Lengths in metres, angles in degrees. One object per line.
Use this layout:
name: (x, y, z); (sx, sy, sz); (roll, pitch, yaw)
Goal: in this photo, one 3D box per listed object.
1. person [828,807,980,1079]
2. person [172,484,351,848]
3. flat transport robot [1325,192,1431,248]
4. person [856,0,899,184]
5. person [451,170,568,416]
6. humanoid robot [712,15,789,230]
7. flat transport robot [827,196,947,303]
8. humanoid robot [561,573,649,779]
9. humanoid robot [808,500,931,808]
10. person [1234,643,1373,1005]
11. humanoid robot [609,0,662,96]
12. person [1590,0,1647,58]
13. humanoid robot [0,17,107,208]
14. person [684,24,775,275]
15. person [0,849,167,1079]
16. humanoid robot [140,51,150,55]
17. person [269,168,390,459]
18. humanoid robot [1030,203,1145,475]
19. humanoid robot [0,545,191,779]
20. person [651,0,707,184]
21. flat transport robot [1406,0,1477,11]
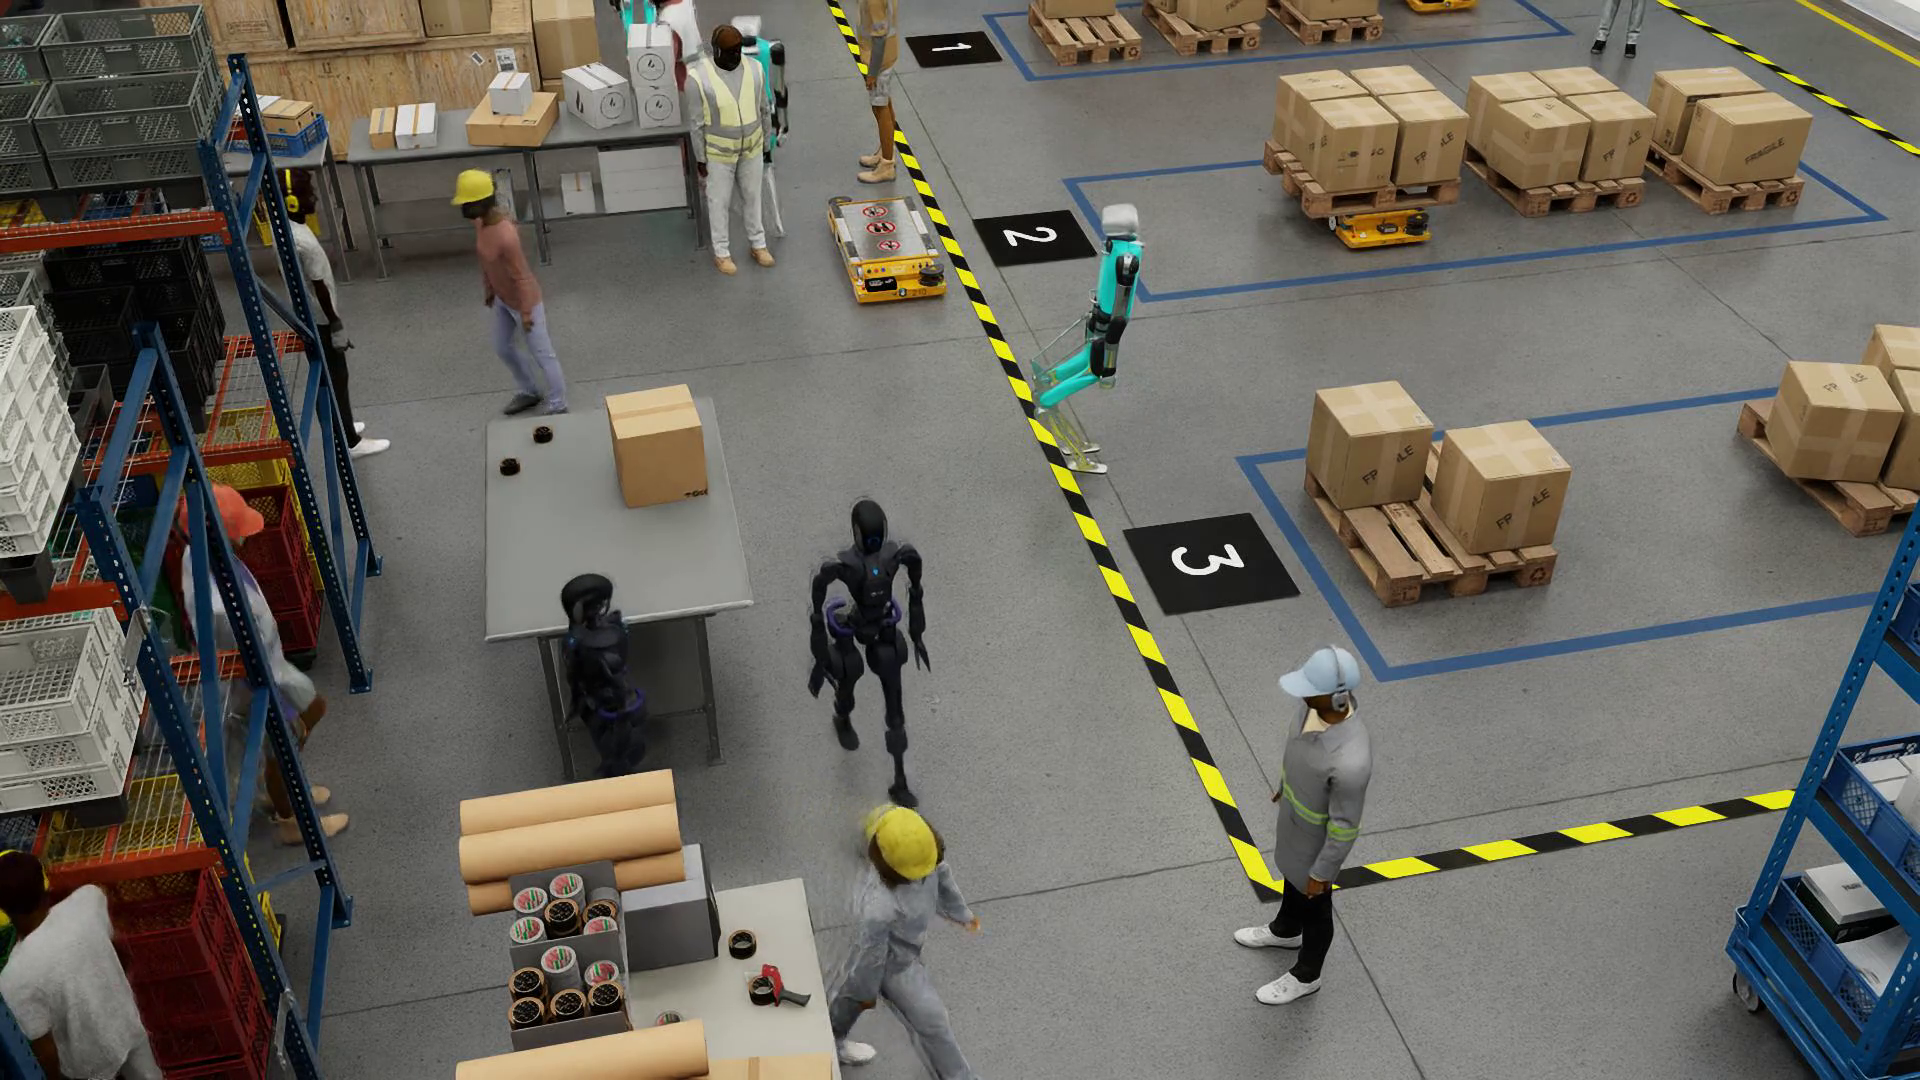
person: (-0.231, 1.555, 6.272); (0.880, 1.677, 0.504); (7, 37, 9)
person: (-3.050, 0.593, 7.291); (0.439, 2.026, 0.617); (-14, 39, -18)
flat transport robot: (3.134, -2.740, 13.213); (0.652, 0.197, 1.431); (-8, 37, -10)
person: (-0.672, -3.855, 13.247); (0.366, 2.048, 0.606); (1, 37, 2)
person: (-2.791, -1.481, 10.305); (0.466, 1.735, 0.527); (-23, 43, -28)
humanoid robot: (-1.583, -3.192, 12.622); (0.537, 1.763, 0.814); (-7, 37, -10)
flat transport robot: (-0.570, -2.220, 12.538); (0.659, 0.231, 1.431); (-8, 37, -10)
humanoid robot: (-1.598, 0.791, 7.327); (0.623, 1.629, 0.592); (-23, 42, -28)
humanoid robot: (-0.430, 0.489, 7.753); (0.593, 1.623, 0.811); (-14, 39, -18)
person: (1.388, 1.141, 6.695); (0.384, 1.852, 0.586); (-4, 37, -6)
humanoid robot: (-2.852, -4.662, 14.687); (0.538, 1.894, 0.760); (-4, 37, -5)
person: (6.346, -5.459, 15.575); (0.594, 1.837, 0.404); (14, 39, 18)
humanoid robot: (-6.595, -2.977, 12.368); (0.814, 1.790, 0.567); (-1, 37, -1)
person: (-1.634, -2.824, 12.039); (0.624, 1.838, 0.430); (-19, 41, -23)
person: (-3.074, 1.761, 5.860); (0.439, 1.860, 0.527); (10, 38, 13)
humanoid robot: (-7.352, -5.253, 15.388); (0.543, 1.726, 1.030); (29, 45, 33)
person: (-3.860, -1.356, 10.039); (0.323, 1.865, 0.513); (-29, 46, -33)
humanoid robot: (0.677, -1.168, 9.780); (0.735, 1.677, 0.533); (-1, 37, -1)
humanoid robot: (-4.007, 0.407, 7.789); (0.794, 1.780, 0.530); (-9, 38, -12)
person: (-2.204, -3.583, 13.030); (0.507, 1.880, 0.620); (2, 37, 3)
flat transport robot: (4.807, -5.898, 17.457); (0.652, 0.197, 1.431); (-8, 37, -10)
